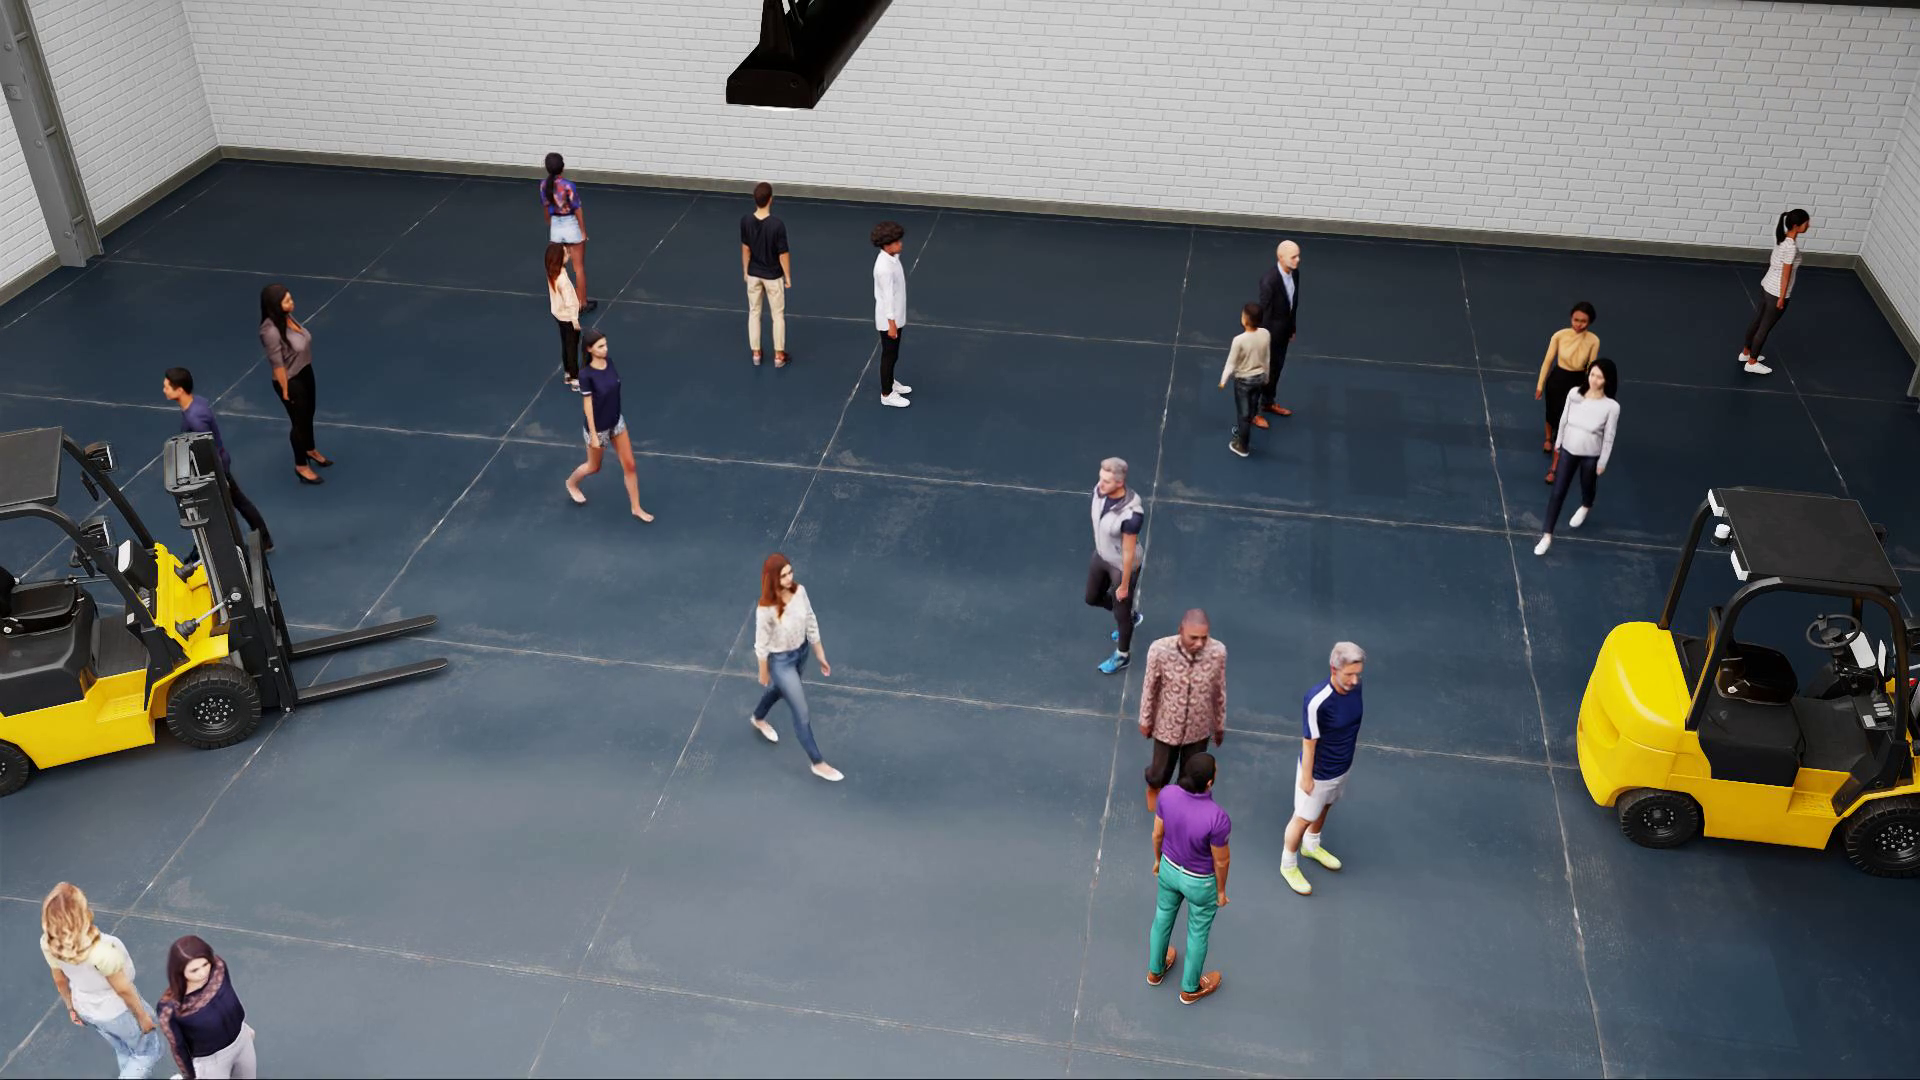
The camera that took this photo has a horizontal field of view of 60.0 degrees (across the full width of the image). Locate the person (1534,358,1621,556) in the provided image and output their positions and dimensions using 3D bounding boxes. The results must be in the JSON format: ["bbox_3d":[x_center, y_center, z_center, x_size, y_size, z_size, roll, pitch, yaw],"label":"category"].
[{"bbox_3d":[5.108,-0.724,13.545,0.986,1.654,1.212,25,41,32],"label":"person"}]

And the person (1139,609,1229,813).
[{"bbox_3d":[1.416,1.118,10.654,0.794,1.786,0.874,-1,34,-1],"label":"person"}]

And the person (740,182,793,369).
[{"bbox_3d":[-1.892,-2.557,16.125,0.635,1.851,0.538,7,34,10],"label":"person"}]

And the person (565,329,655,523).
[{"bbox_3d":[-3.034,-0.956,13.823,0.910,1.732,1.103,18,38,25],"label":"person"}]

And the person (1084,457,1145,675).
[{"bbox_3d":[1.221,0.146,12.095,0.959,1.809,0.899,-20,38,-27],"label":"person"}]

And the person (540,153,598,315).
[{"bbox_3d":[-4.077,-3.155,17.110,0.623,1.756,0.693,11,35,16],"label":"person"}]

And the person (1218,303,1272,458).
[{"bbox_3d":[2.588,-1.390,14.723,0.740,1.459,0.800,-15,37,-22],"label":"person"}]

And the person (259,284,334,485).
[{"bbox_3d":[-5.754,-1.357,14.330,0.742,1.839,0.594,-1,34,-1],"label":"person"}]

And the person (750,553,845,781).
[{"bbox_3d":[-1.222,0.786,11.243,0.989,1.687,1.148,23,40,31],"label":"person"}]

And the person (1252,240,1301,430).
[{"bbox_3d":[2.868,-1.909,15.199,0.818,1.796,0.714,29,43,36],"label":"person"}]

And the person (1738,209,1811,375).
[{"bbox_3d":[7.903,-2.431,16.120,0.619,1.645,0.439,6,34,8],"label":"person"}]

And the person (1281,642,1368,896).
[{"bbox_3d":[2.253,1.361,10.244,0.683,1.835,0.772,-28,42,-35],"label":"person"}]

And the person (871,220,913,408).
[{"bbox_3d":[-0.646,-2.125,15.511,0.717,1.809,0.533,2,34,3],"label":"person"}]

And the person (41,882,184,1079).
[{"bbox_3d":[-4.459,2.507,8.631,0.693,1.711,0.865,9,35,14],"label":"person"}]

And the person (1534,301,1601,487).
[{"bbox_3d":[5.278,-1.337,14.508,0.742,1.608,1.063,13,36,18],"label":"person"}]

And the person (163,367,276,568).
[{"bbox_3d":[-5.857,-0.587,13.248,1.073,1.754,1.085,-14,36,-21],"label":"person"}]

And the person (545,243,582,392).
[{"bbox_3d":[-3.743,-2.142,15.831,0.706,1.484,0.635,-19,38,-26],"label":"person"}]

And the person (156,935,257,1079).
[{"bbox_3d":[-3.786,2.642,8.522,0.688,1.609,0.513,10,35,15],"label":"person"}]

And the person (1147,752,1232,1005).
[{"bbox_3d":[1.301,1.908,9.482,0.713,1.768,0.709,24,40,31],"label":"person"}]
